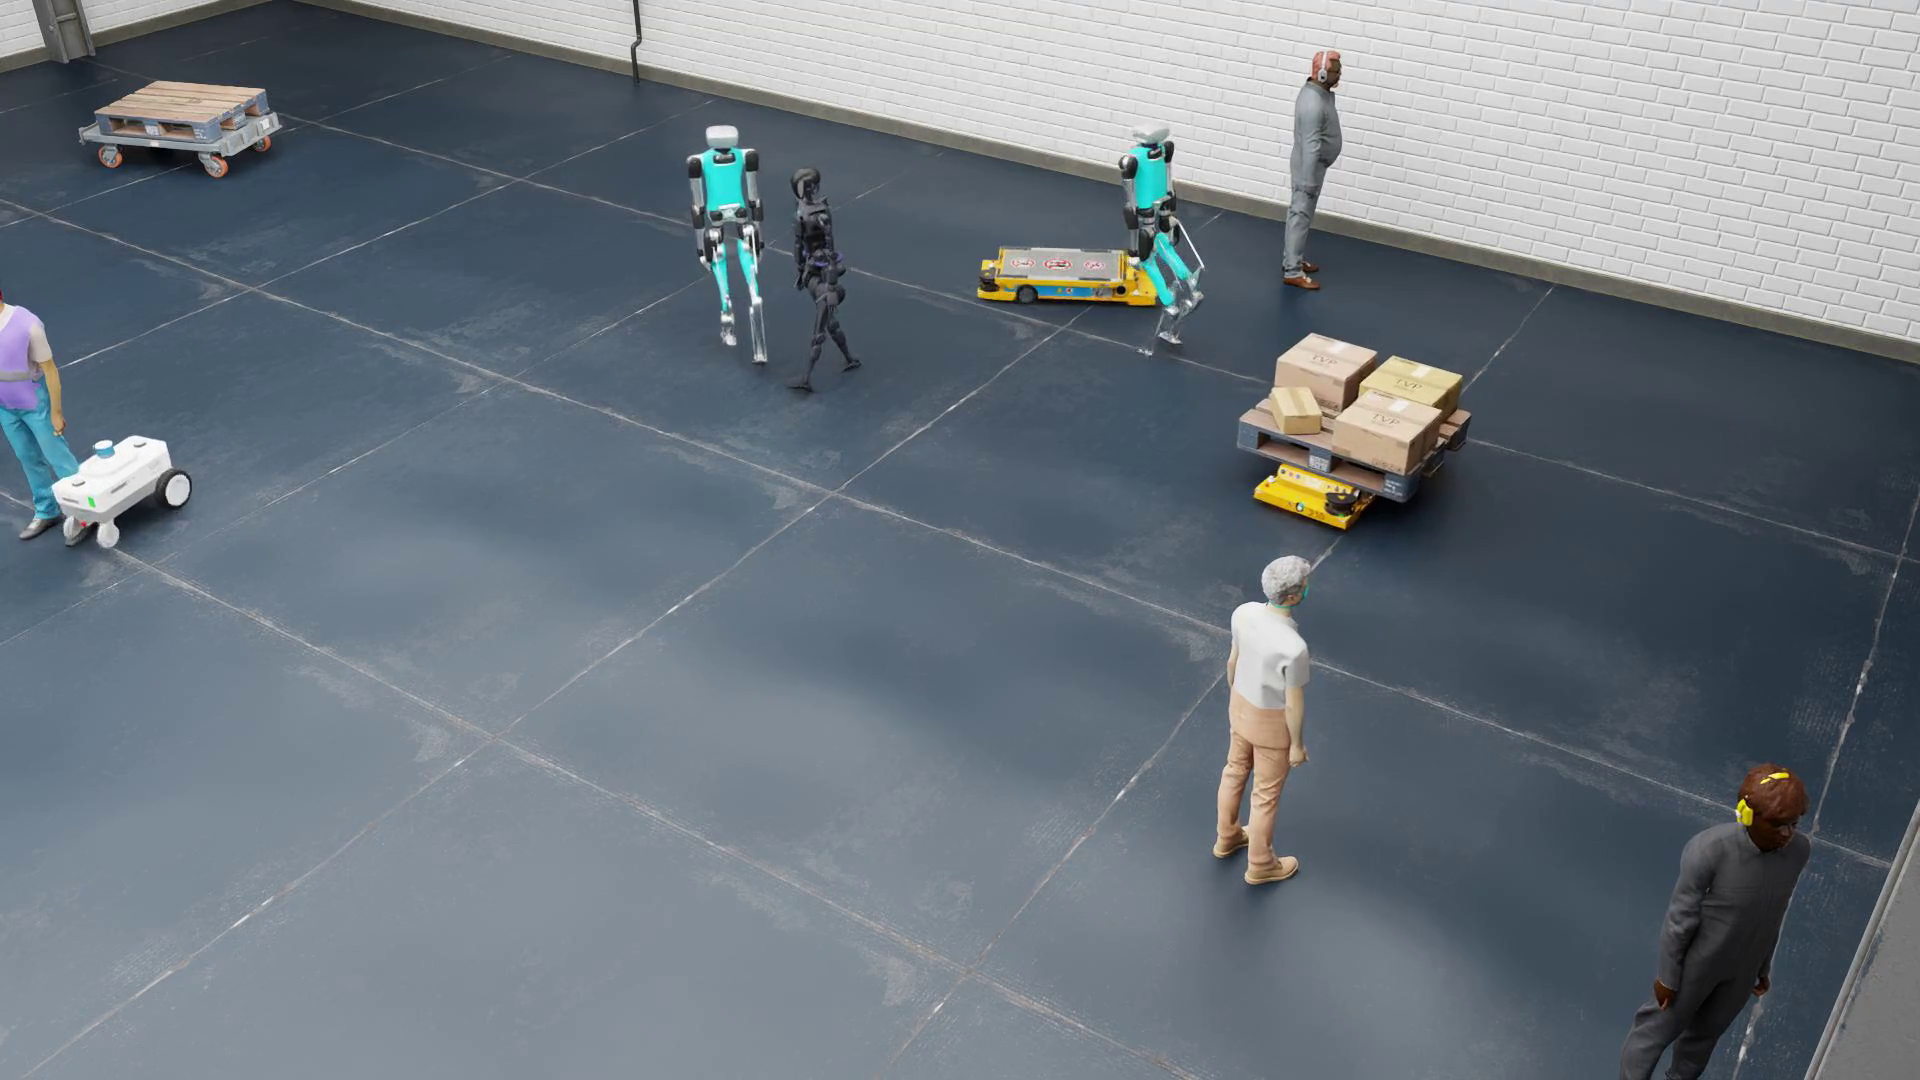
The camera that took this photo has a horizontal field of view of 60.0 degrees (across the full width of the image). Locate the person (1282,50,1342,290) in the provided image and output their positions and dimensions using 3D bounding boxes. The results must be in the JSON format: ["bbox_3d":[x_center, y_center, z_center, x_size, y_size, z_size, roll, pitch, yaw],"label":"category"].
[{"bbox_3d":[2.848,-2.990,13.395,0.404,1.910,0.641,6,33,10],"label":"person"}]

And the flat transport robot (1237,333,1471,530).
[{"bbox_3d":[2.599,-0.540,11.096,0.659,0.231,1.431,22,39,30],"label":"flat transport robot"}]

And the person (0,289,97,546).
[{"bbox_3d":[-5.665,-0.828,10.085,0.562,1.847,0.390,8,34,13],"label":"person"}]

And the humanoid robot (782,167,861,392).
[{"bbox_3d":[-1.044,-1.881,11.910,0.729,1.625,0.608,-18,37,-26],"label":"humanoid robot"}]

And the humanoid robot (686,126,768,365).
[{"bbox_3d":[-1.627,-2.064,12.161,0.532,1.778,1.008,-11,34,-16],"label":"humanoid robot"}]

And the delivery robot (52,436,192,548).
[{"bbox_3d":[-5.335,-0.349,10.552,0.499,0.612,0.815,11,34,17],"label":"delivery robot"}]

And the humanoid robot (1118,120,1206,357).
[{"bbox_3d":[1.543,-2.122,12.228,0.764,1.817,0.556,28,42,36],"label":"humanoid robot"}]

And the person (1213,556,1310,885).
[{"bbox_3d":[1.399,0.815,7.619,0.327,1.748,0.482,-17,36,-24],"label":"person"}]

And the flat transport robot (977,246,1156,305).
[{"bbox_3d":[0.879,-2.157,13.613,1.431,0.231,0.659,3,33,4],"label":"flat transport robot"}]

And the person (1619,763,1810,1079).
[{"bbox_3d":[2.851,1.599,6.284,0.491,1.875,0.356,-6,33,-10],"label":"person"}]
